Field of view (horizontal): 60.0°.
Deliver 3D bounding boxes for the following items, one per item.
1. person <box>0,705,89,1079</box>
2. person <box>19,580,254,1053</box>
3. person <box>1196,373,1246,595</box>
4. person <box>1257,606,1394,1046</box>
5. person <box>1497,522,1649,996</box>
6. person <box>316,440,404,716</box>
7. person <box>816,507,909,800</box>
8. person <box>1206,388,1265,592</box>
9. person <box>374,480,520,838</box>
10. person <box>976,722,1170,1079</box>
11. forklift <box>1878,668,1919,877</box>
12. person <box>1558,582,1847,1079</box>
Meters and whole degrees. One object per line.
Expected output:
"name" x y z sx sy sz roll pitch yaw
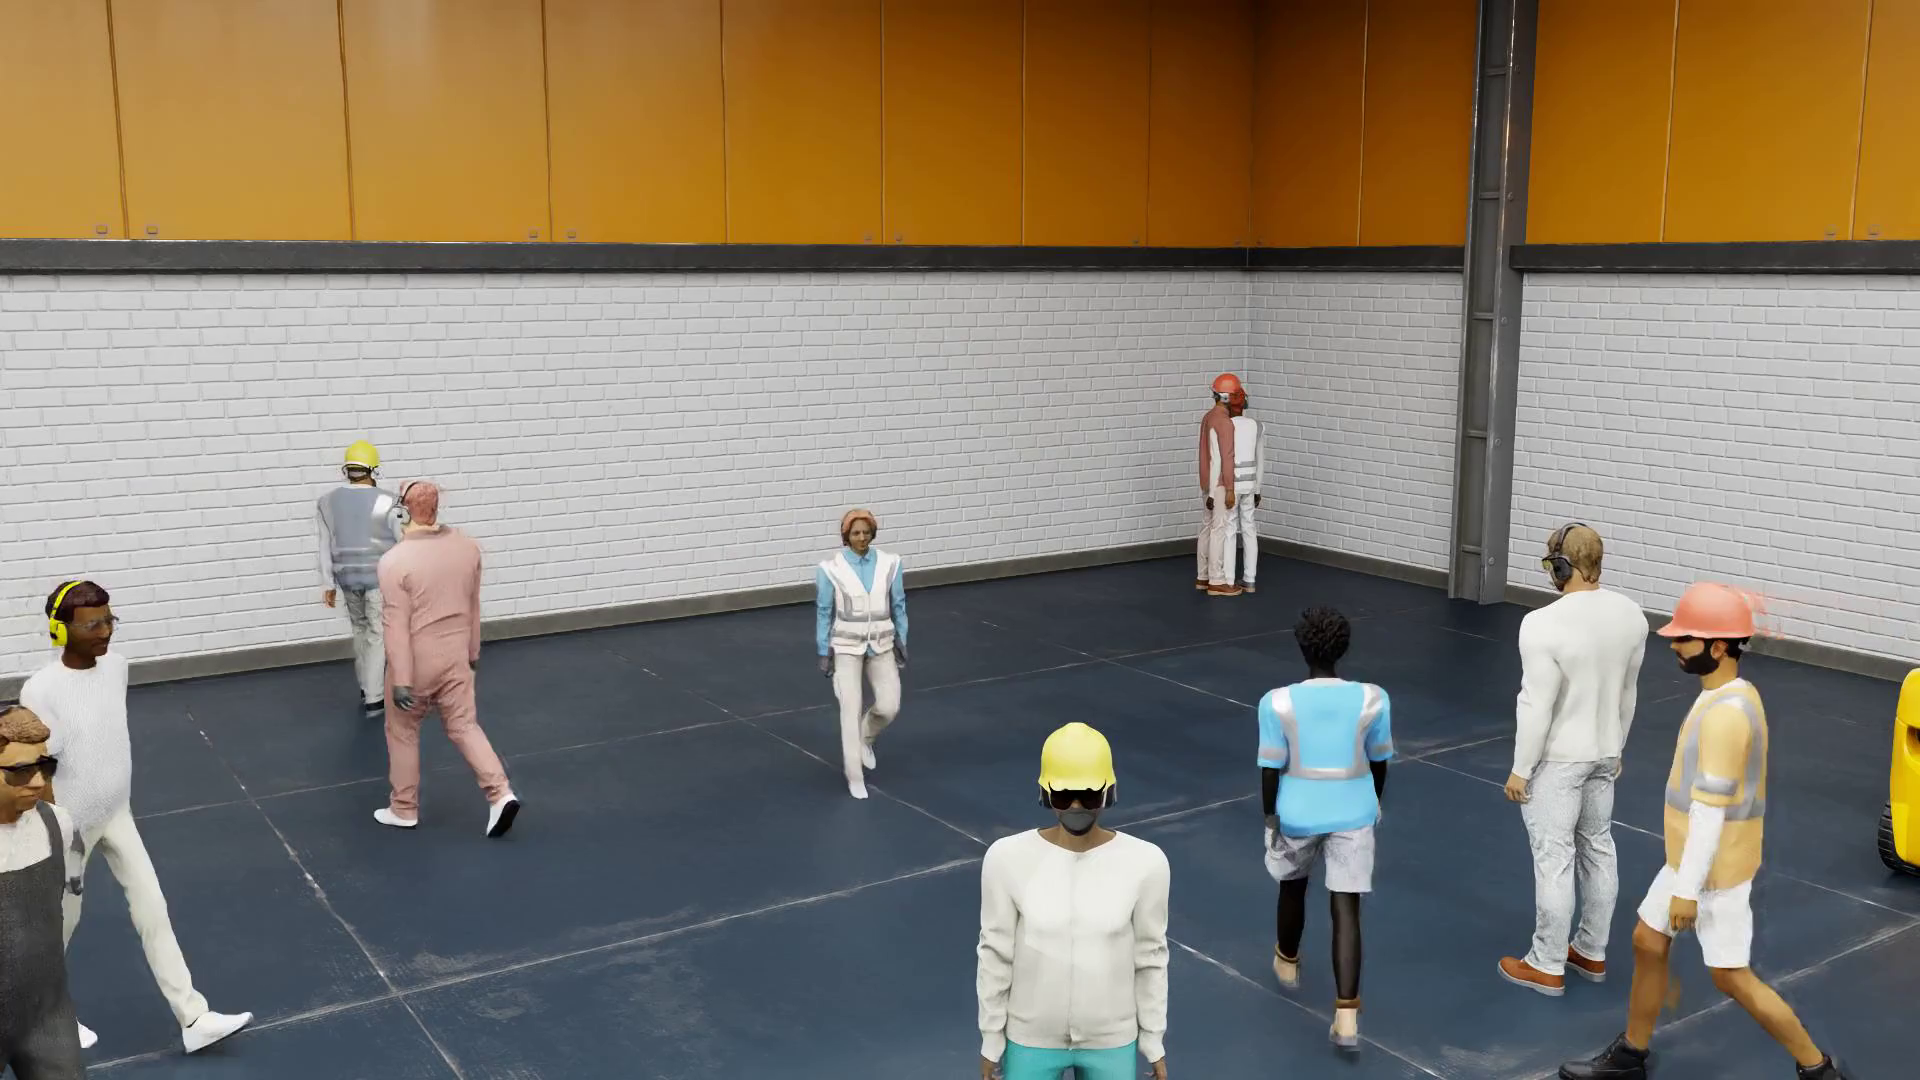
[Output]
"person" -2.690 1.320 4.588 0.886 1.810 0.508 5 11 27
"person" -3.151 1.051 6.140 0.971 1.816 0.559 3 10 18
"person" 2.354 -0.505 14.994 0.398 1.989 0.621 -2 10 -11
"person" 1.421 1.080 6.486 0.528 1.657 0.885 1 9 7
"person" 2.480 0.887 6.777 0.630 1.937 0.373 -5 11 -28
"person" -3.876 0.236 11.086 0.602 1.812 0.661 1 10 8
"person" -0.562 0.615 9.350 0.537 1.625 0.448 -4 10 -22
"person" 2.472 -0.444 14.959 0.574 1.881 0.358 -5 10 -26
"person" -2.688 0.616 8.585 0.903 1.872 0.648 6 11 32
"person" 0.306 1.350 4.498 0.524 1.769 0.315 0 9 -1
"forklift" 5.511 0.571 7.906 2.313 2.155 1.214 -6 11 -33
"person" 2.642 1.087 5.705 0.937 1.903 0.557 4 10 22
